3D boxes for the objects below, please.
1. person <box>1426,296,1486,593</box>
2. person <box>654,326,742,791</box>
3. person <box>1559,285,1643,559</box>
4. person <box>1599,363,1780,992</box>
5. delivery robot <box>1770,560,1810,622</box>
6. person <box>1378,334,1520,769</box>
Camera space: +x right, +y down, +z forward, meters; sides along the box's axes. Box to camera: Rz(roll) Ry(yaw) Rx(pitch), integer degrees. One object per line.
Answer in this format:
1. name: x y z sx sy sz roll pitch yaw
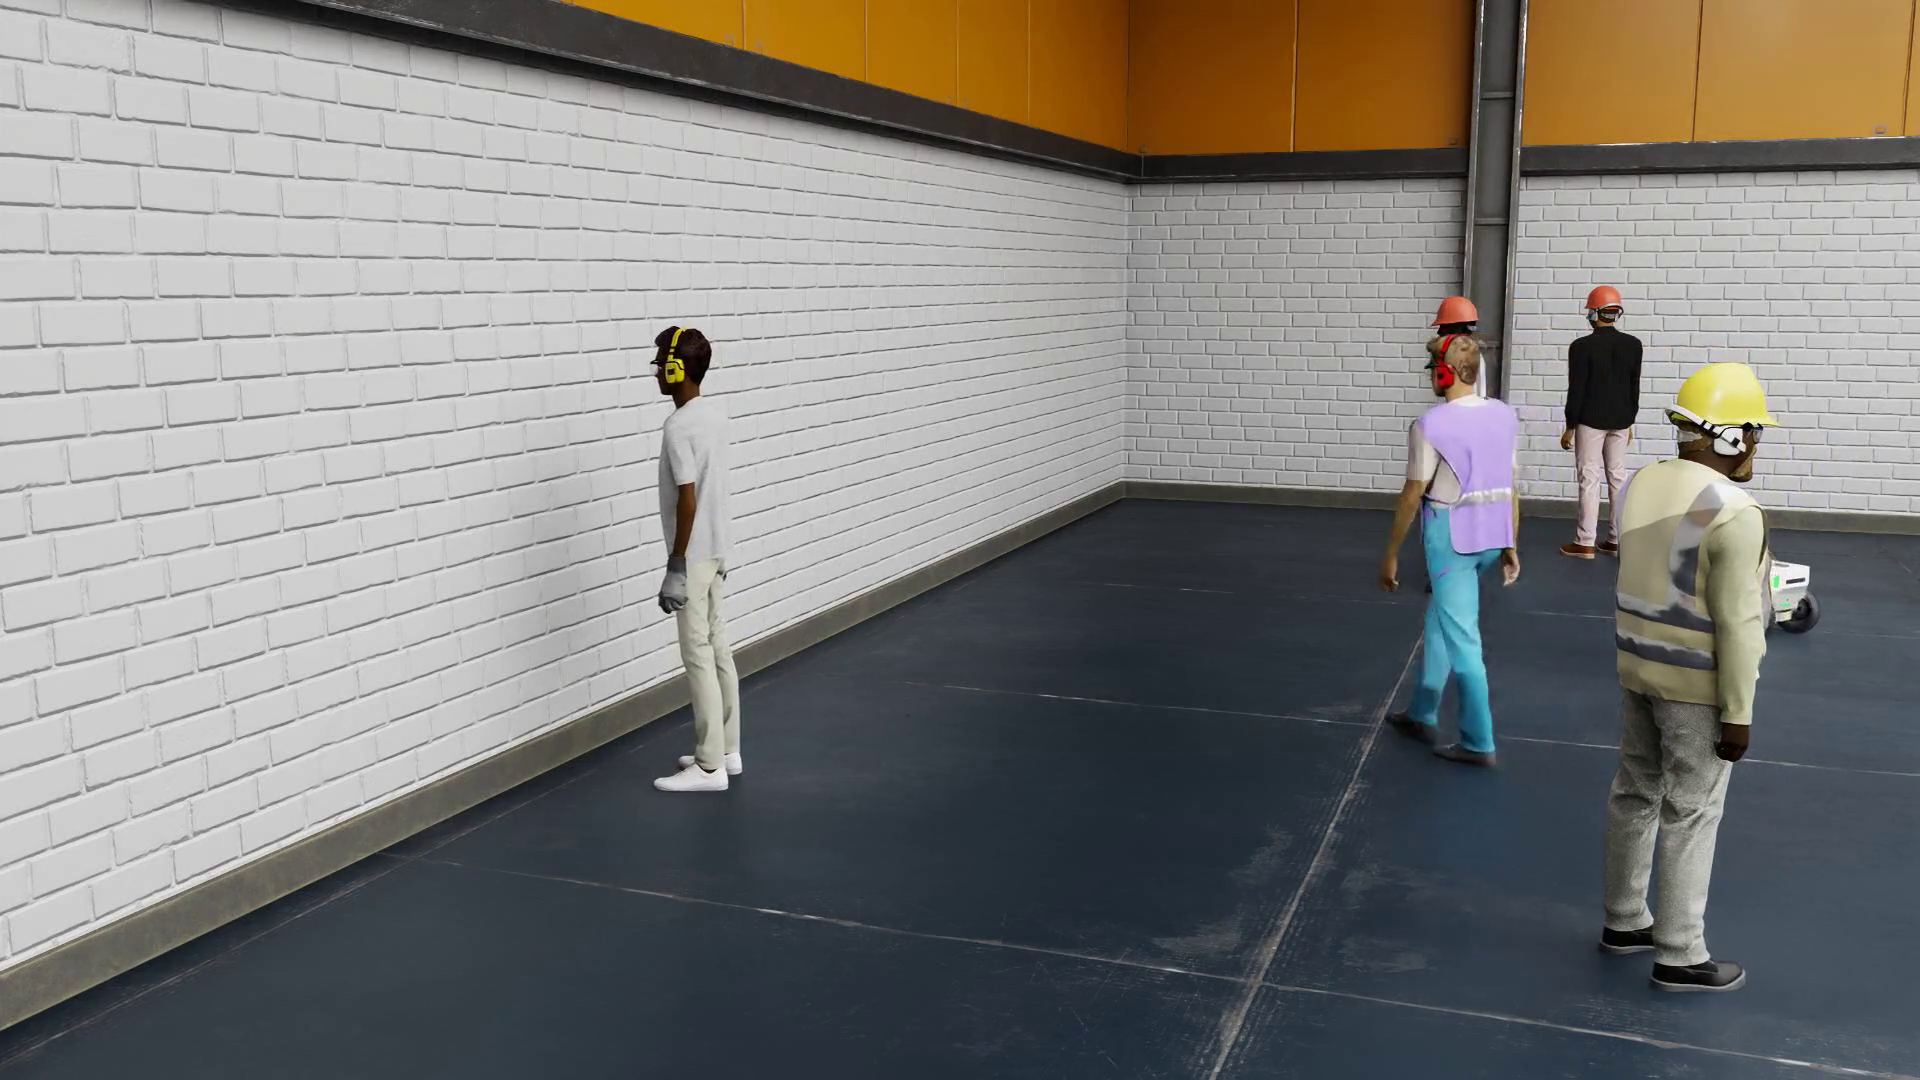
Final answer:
1. person: 3.213 -0.610 10.819 0.377 1.932 0.552 3 10 21
2. person: -1.077 0.082 6.688 0.322 1.868 0.518 2 9 12
3. person: 4.682 -0.858 12.187 0.612 1.996 0.389 -3 9 -15
4. person: 2.127 0.399 4.847 0.403 1.825 0.592 -2 9 -11
5. delivery robot: 4.537 0.212 9.683 0.477 0.478 0.707 -5 10 -30
6. person: 2.034 0.032 7.143 0.608 1.811 0.817 -6 11 -35
